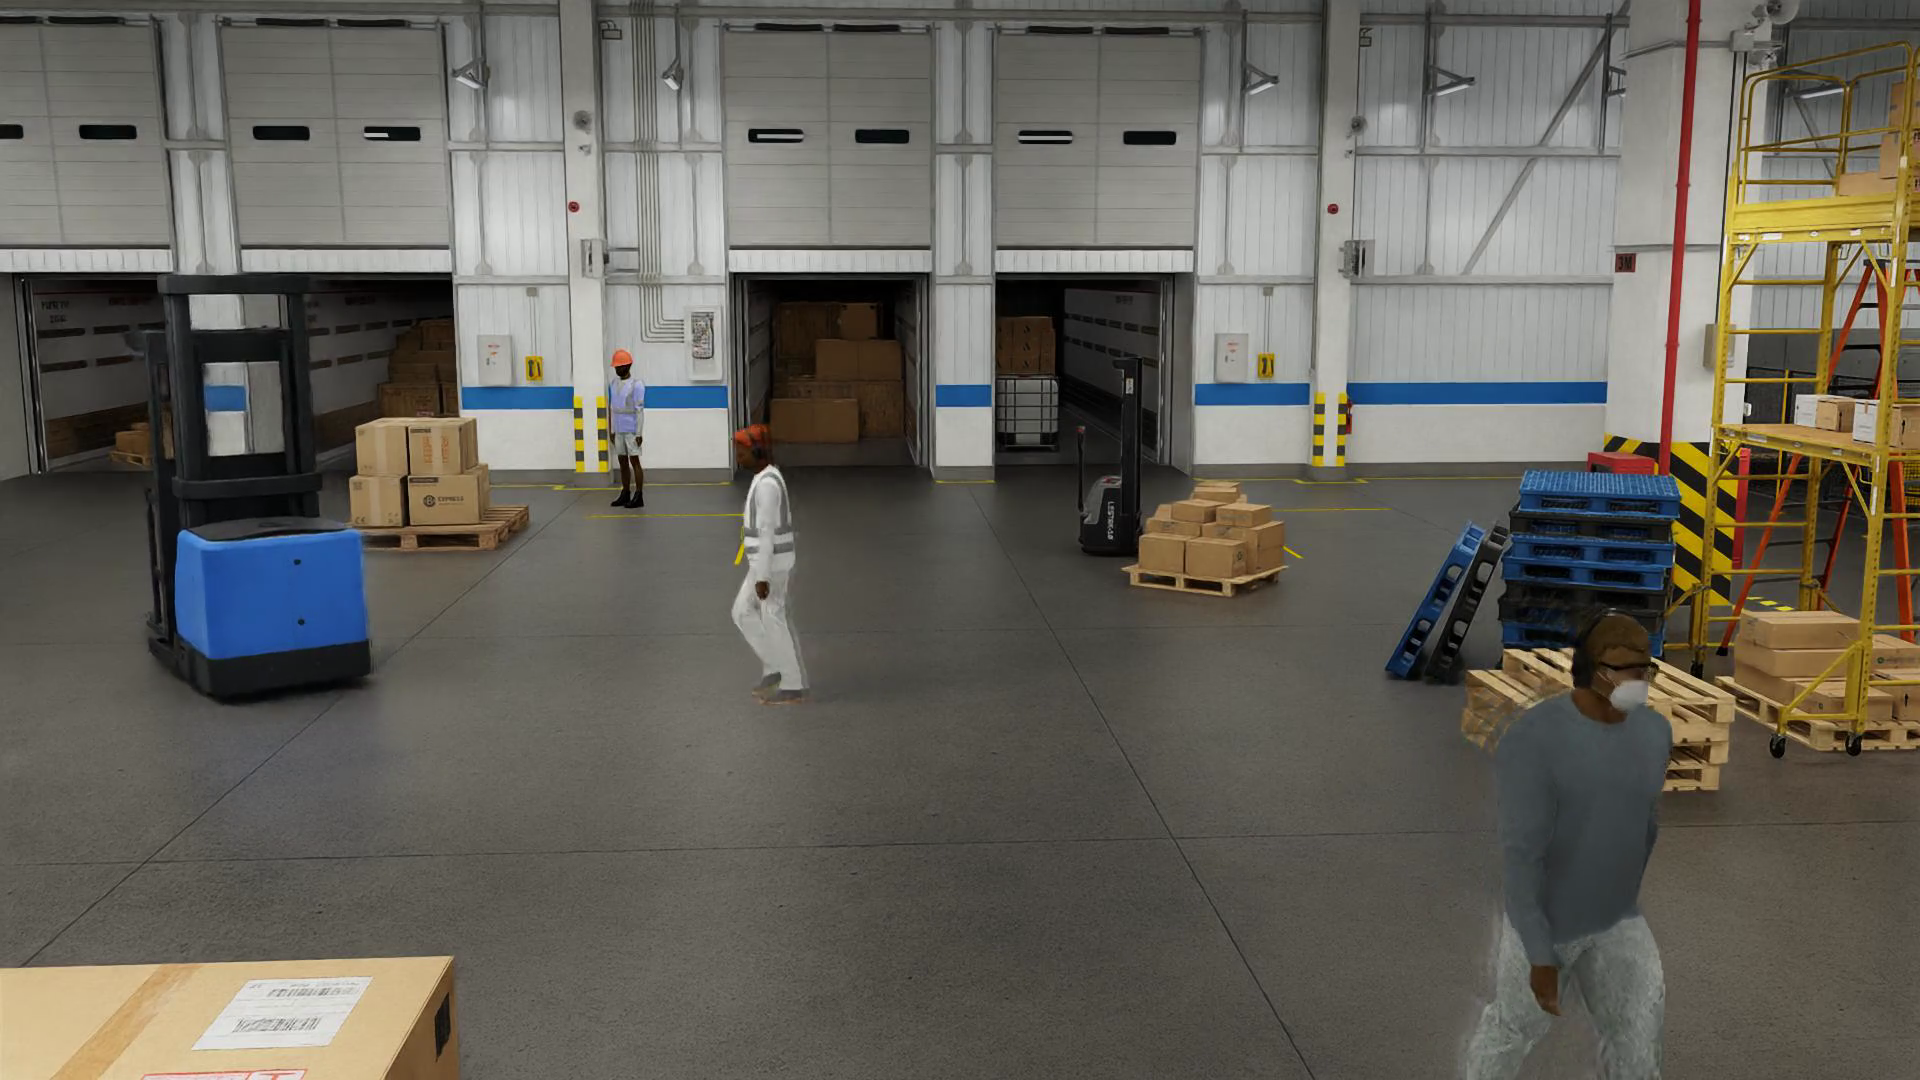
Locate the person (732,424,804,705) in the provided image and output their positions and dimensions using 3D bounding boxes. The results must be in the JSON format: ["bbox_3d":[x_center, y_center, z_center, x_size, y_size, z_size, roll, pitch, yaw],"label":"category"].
[{"bbox_3d":[-1.262,0.164,10.937,0.516,1.850,0.639,-1,9,-8],"label":"person"}]

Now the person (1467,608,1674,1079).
[{"bbox_3d":[1.813,1.127,4.781,0.633,1.884,1.033,-3,10,-19],"label":"person"}]

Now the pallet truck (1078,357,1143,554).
[{"bbox_3d":[2.088,-0.836,16.757,1.885,1.965,0.823,2,9,13],"label":"pallet truck"}]

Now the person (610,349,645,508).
[{"bbox_3d":[-4.058,-1.345,20.182,0.543,1.929,0.384,7,11,37],"label":"person"}]

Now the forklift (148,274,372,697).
[{"bbox_3d":[-5.005,-0.468,11.689,1.129,2.768,1.873,-7,11,-36],"label":"forklift"}]
